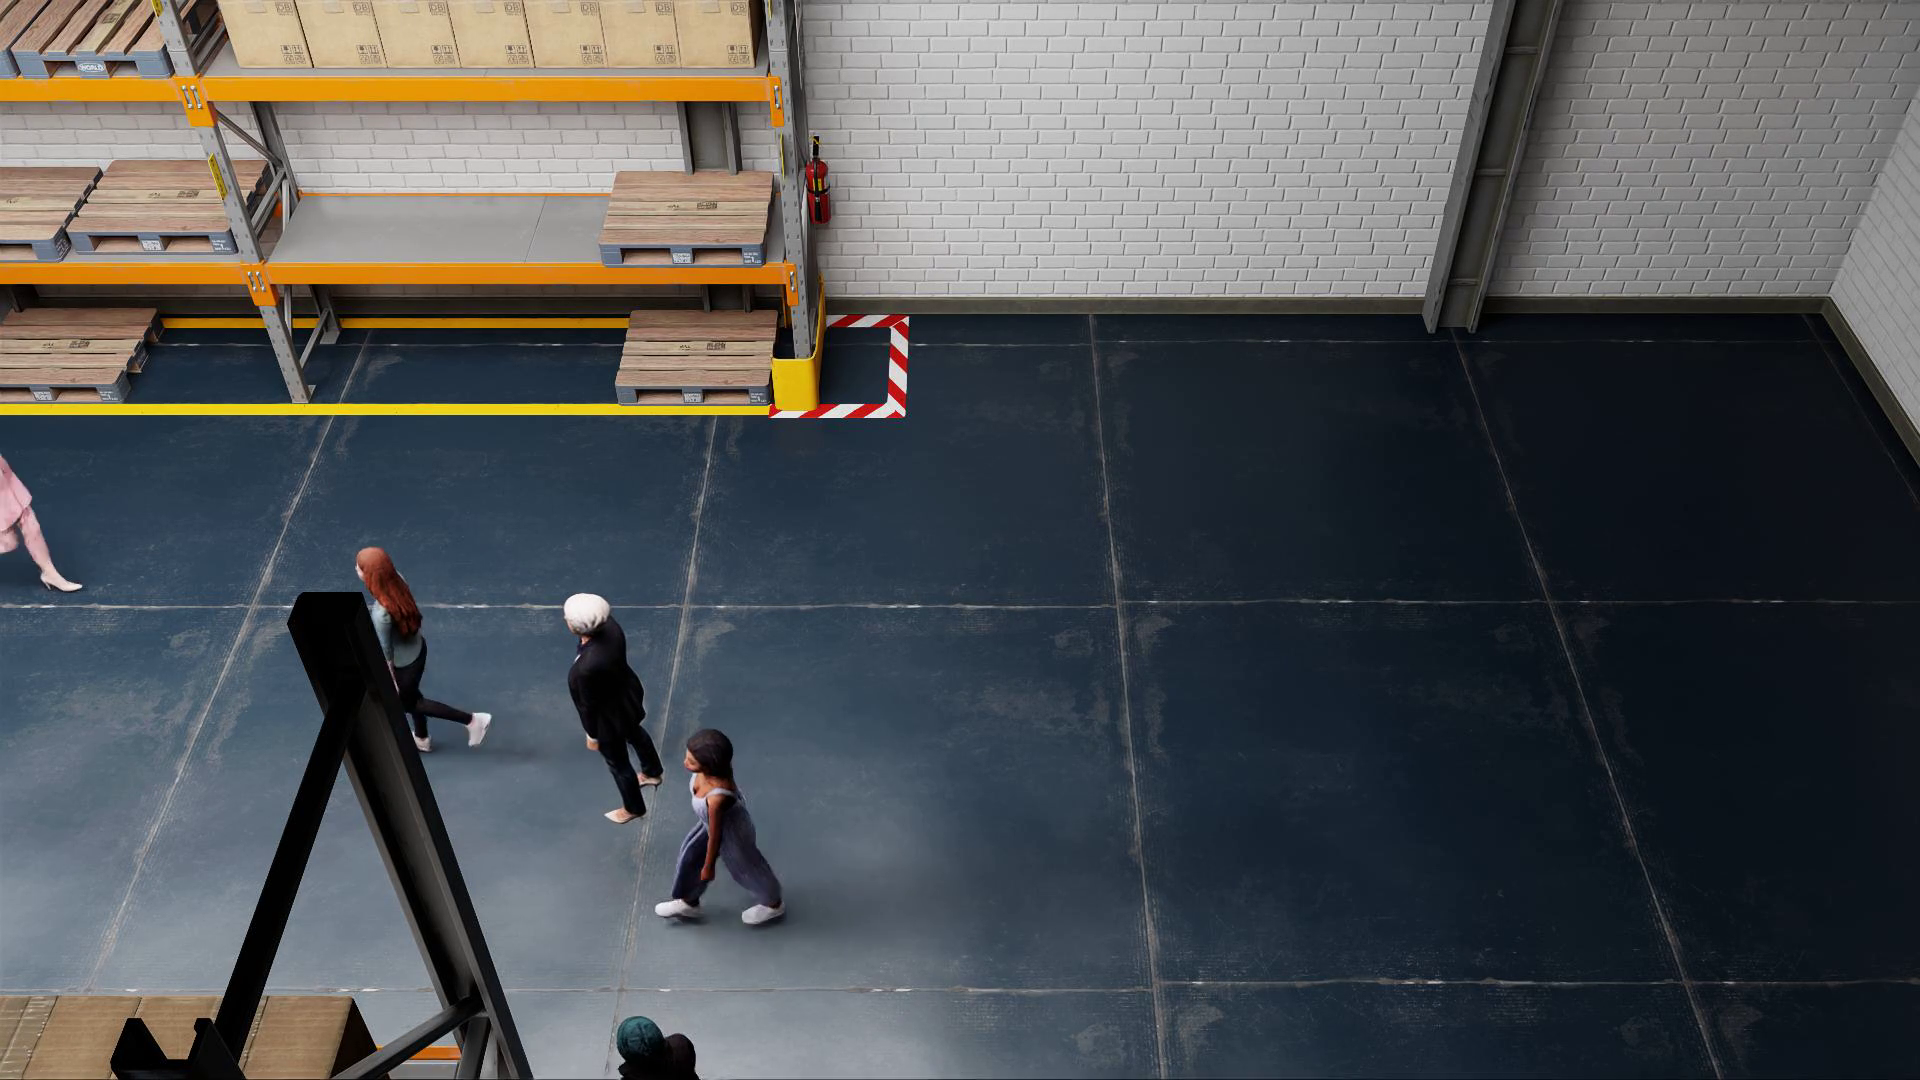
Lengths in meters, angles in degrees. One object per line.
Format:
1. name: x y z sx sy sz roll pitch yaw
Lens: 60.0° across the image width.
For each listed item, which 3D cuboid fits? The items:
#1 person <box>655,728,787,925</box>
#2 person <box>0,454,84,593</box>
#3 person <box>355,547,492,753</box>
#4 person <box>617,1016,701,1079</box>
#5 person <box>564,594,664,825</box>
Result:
1. person: -1.193 1.584 9.128 1.027 1.666 0.756 -9 44 -9
2. person: -6.484 -0.301 11.022 0.986 1.783 0.651 2 44 2
3. person: -3.256 0.720 9.989 0.896 1.729 0.607 -1 44 -1
4. person: -1.324 2.824 7.744 1.307 1.779 1.053 20 47 20
5. person: -1.875 0.880 9.019 0.642 1.778 0.751 6 44 7
